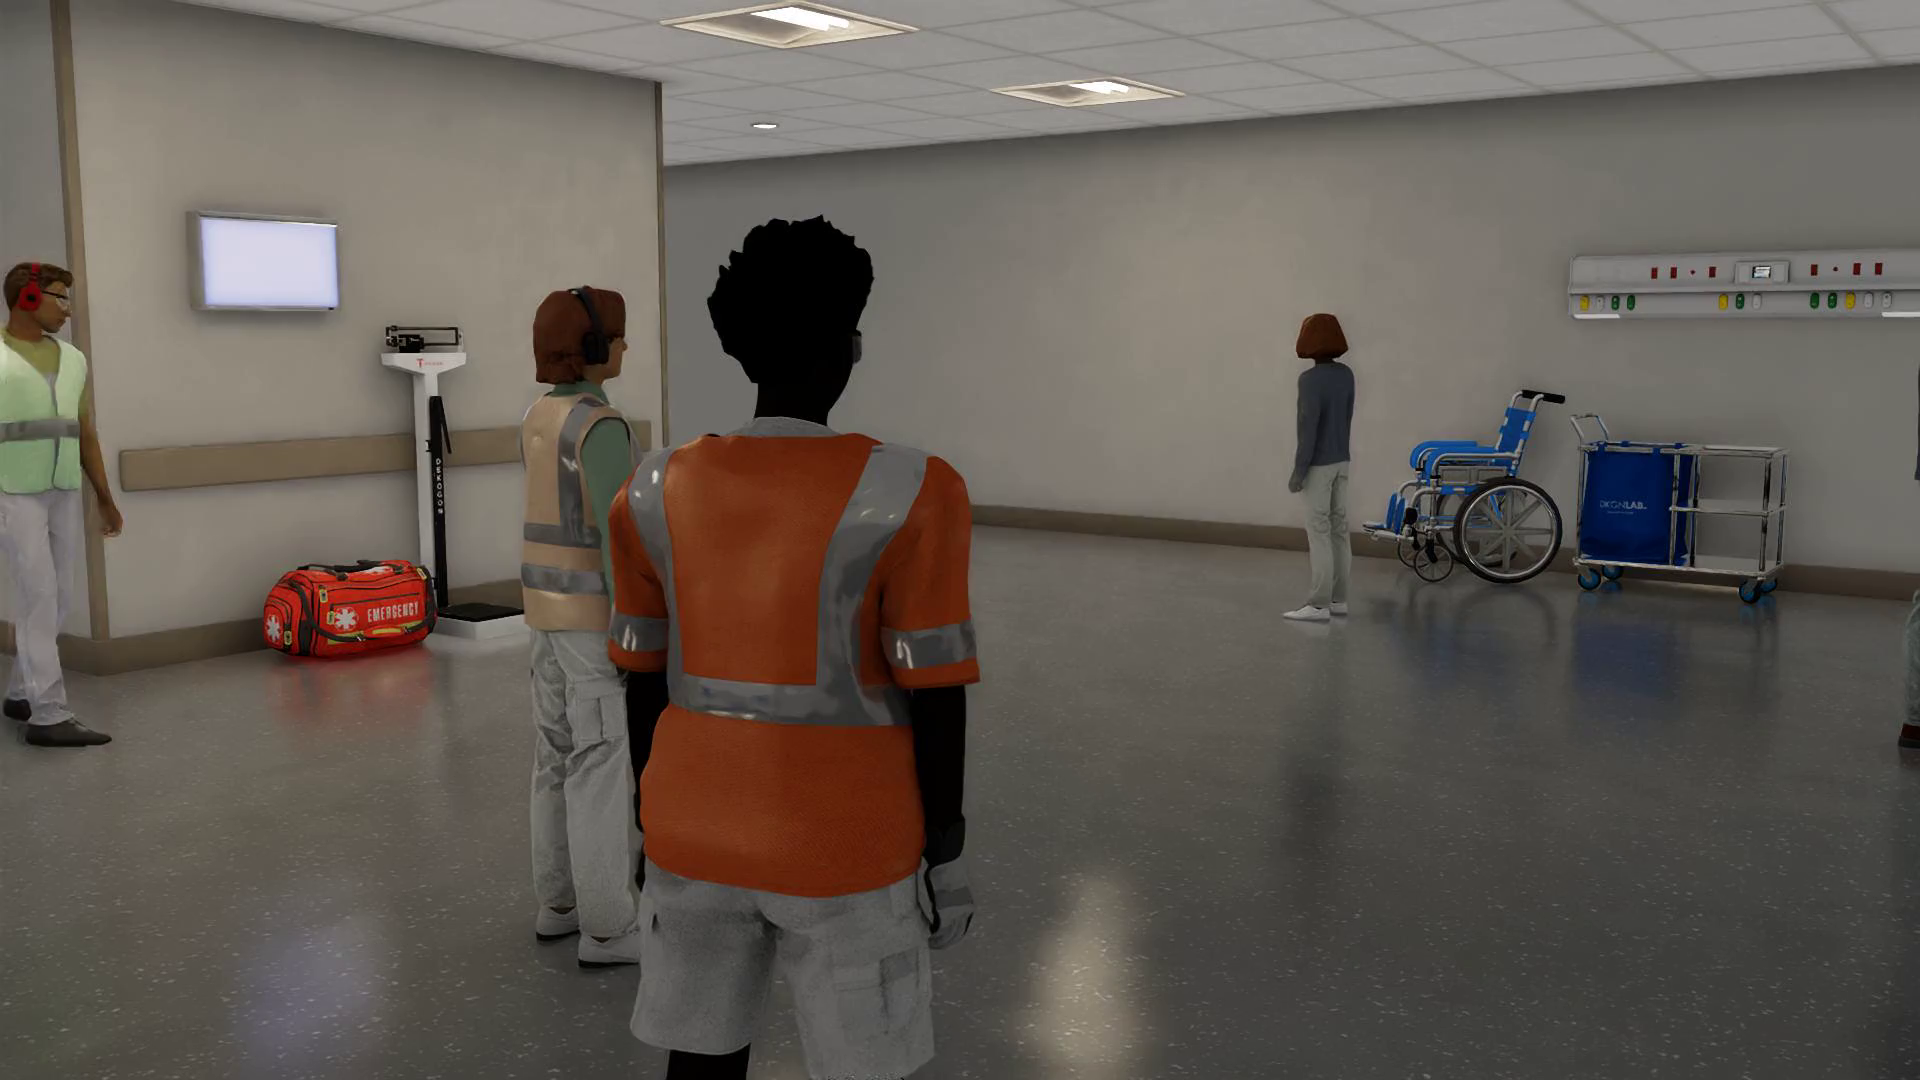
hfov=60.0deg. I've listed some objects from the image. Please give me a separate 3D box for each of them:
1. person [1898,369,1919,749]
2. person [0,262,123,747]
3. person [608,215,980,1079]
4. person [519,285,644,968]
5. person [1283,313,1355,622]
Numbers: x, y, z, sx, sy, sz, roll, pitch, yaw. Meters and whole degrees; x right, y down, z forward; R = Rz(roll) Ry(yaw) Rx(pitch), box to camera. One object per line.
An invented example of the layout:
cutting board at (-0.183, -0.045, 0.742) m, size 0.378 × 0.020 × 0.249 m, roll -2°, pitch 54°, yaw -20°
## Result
person at (3.589, -0.165, 5.888) m, size 0.356 × 1.936 × 0.638 m, roll 2°, pitch 7°, yaw 12°
person at (-3.489, -0.146, 6.338) m, size 0.704 × 1.796 × 0.608 m, roll 2°, pitch 7°, yaw 14°
person at (-0.232, 0.417, 2.241) m, size 0.545 × 1.689 × 0.327 m, roll 3°, pitch 8°, yaw 25°
person at (-0.907, 0.209, 4.055) m, size 0.309 × 1.644 × 0.516 m, roll -5°, pitch 9°, yaw -36°
person at (1.916, -0.381, 8.834) m, size 0.279 × 1.634 × 0.497 m, roll 6°, pitch 9°, yaw 41°
